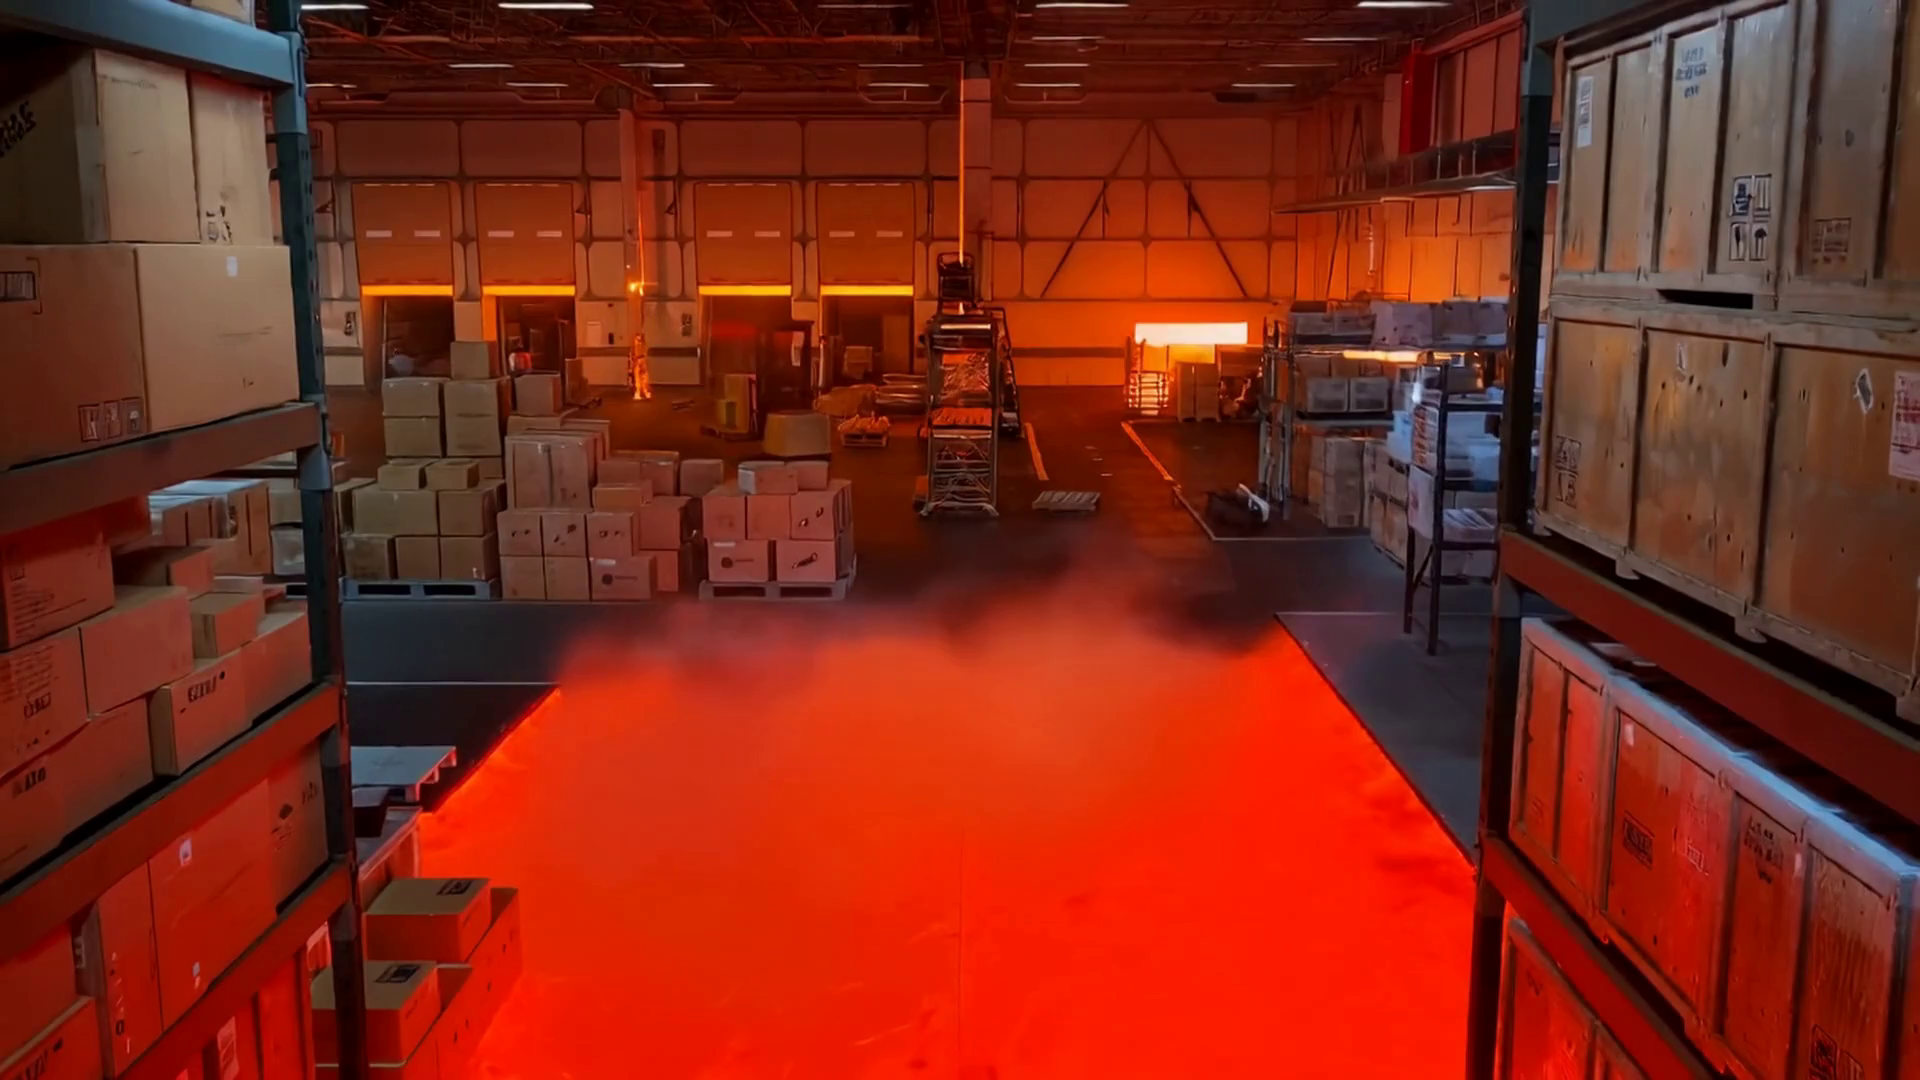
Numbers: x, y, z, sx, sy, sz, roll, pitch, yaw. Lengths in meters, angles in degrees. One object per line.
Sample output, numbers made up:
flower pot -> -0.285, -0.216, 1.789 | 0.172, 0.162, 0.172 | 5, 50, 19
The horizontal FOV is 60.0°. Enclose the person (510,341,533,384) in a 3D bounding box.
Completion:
person -> -11.201, -4.155, 42.549 | 0.574, 1.883, 0.355 | 0, 10, -1

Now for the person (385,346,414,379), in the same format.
person -> -13.463, -3.723, 40.048 | 0.639, 1.900, 1.006 | -7, 12, -36

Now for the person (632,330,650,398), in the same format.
person -> -9.072, -4.974, 47.160 | 0.546, 1.927, 0.390 | 5, 11, 26

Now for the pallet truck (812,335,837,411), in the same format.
pallet truck -> -3.021, -4.312, 43.126 | 1.885, 1.965, 0.823 | 3, 10, 17

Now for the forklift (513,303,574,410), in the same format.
forklift -> -10.722, -4.664, 42.608 | 1.129, 2.768, 1.873 | 0, 10, 1

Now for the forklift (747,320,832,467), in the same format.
forklift -> -3.285, -2.819, 31.965 | 1.129, 2.768, 1.873 | -5, 11, -25
